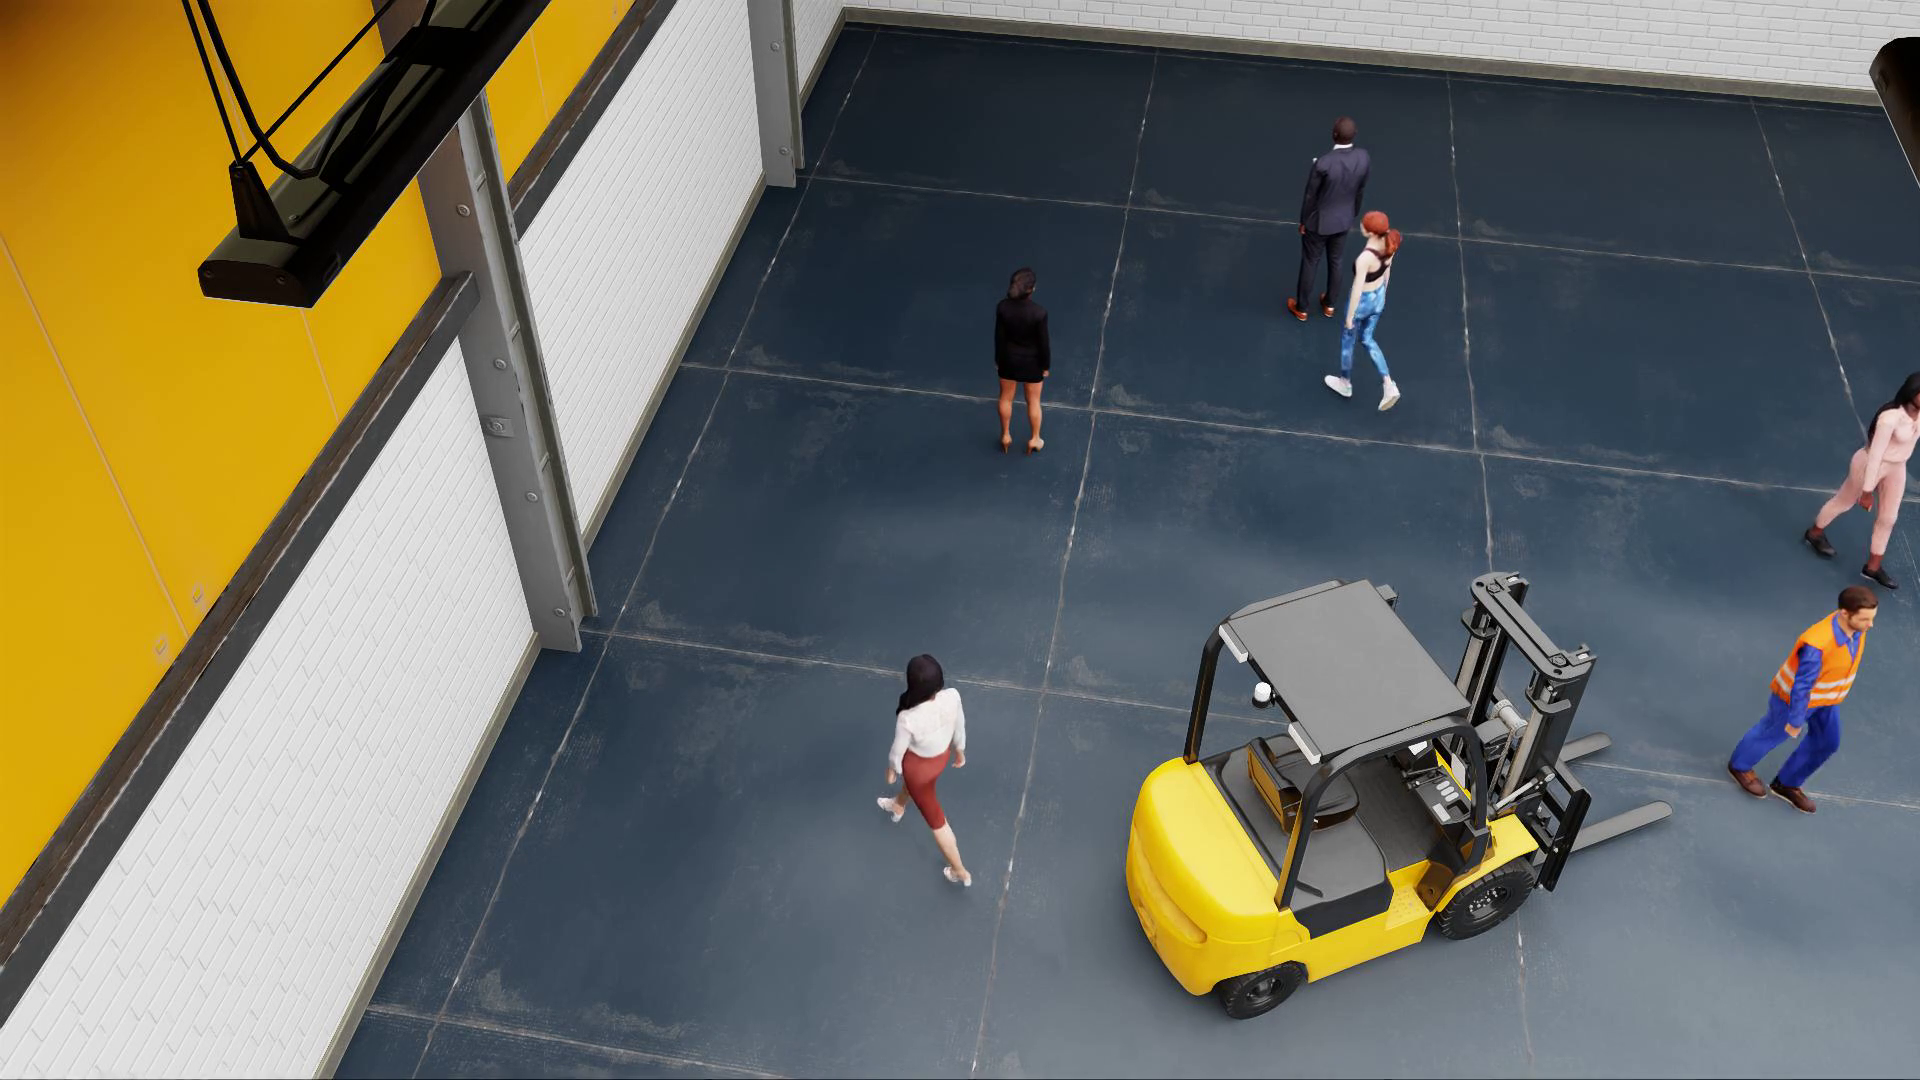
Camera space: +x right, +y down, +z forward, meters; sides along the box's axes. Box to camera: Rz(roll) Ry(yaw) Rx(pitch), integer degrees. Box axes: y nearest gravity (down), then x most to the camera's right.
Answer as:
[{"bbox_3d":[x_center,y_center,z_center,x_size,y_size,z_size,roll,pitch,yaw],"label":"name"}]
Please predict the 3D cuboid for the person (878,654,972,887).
[{"bbox_3d":[-0.143,1.365,9.465,1.086,1.698,1.086,-31,52,-29],"label":"person"}]

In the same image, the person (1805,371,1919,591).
[{"bbox_3d":[6.217,-0.511,11.440,0.978,1.689,1.079,-20,47,-20],"label":"person"}]

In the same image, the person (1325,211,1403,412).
[{"bbox_3d":[3.142,-1.705,12.639,0.977,1.764,1.029,-26,49,-25],"label":"person"}]

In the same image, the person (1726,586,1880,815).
[{"bbox_3d":[4.945,0.868,9.881,0.924,1.843,0.984,-24,49,-23],"label":"person"}]

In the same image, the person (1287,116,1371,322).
[{"bbox_3d":[3.004,-2.601,13.540,0.775,1.819,0.772,-12,45,-12],"label":"person"}]

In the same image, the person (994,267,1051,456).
[{"bbox_3d":[0.456,-1.309,12.314,0.586,1.640,0.614,10,45,10],"label":"person"}]
